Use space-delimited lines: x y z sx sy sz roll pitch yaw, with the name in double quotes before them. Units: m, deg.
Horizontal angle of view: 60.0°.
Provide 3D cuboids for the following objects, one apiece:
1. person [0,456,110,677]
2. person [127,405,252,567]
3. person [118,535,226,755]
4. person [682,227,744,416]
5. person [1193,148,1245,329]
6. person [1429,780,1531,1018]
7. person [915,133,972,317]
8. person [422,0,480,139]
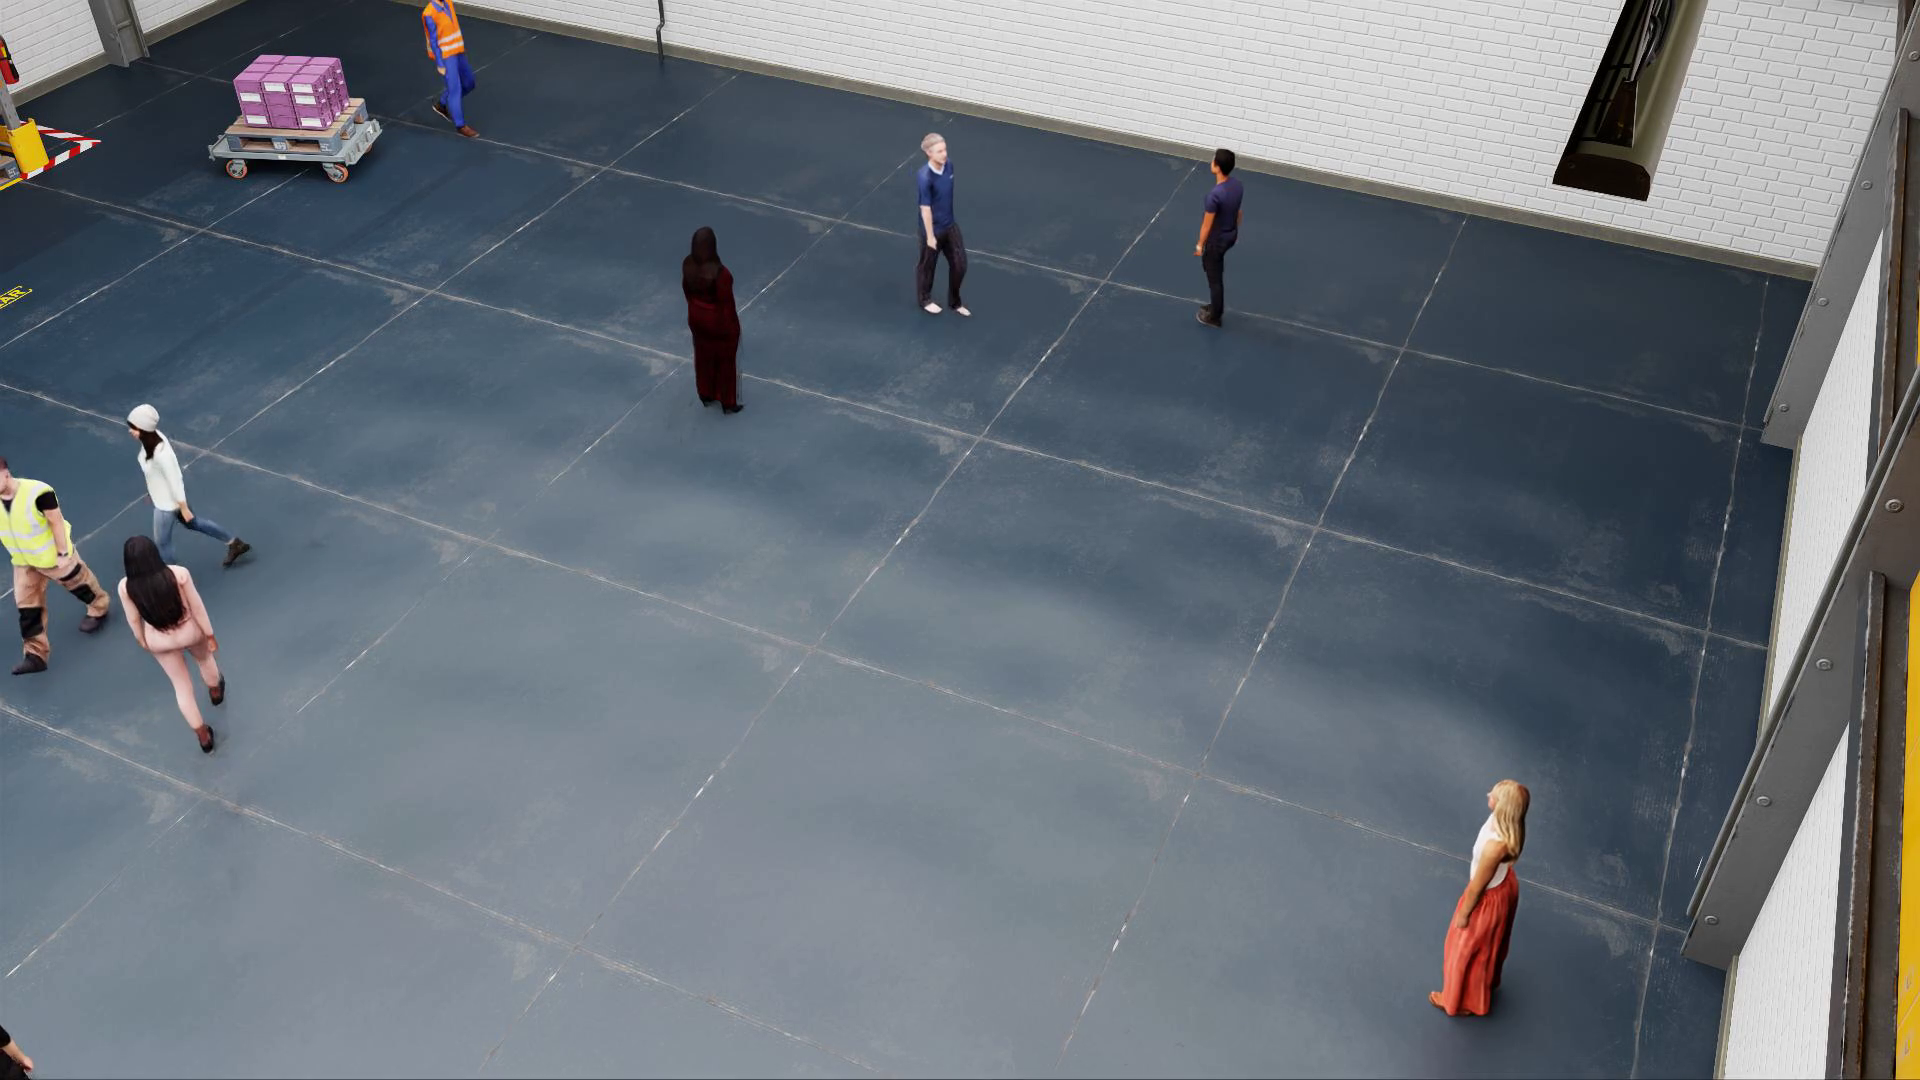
"person" -6.523 0.038 11.894 1.028 1.770 1.298 5 39 6
"person" -5.871 -0.349 12.500 1.131 1.617 0.966 -20 43 -24
"person" -5.214 0.731 11.086 1.005 1.694 1.049 -15 41 -18
"person" -2.137 -1.884 14.311 0.699 1.756 0.657 22 44 26
"person" 2.467 -2.747 15.369 0.787 1.785 0.625 28 46 30
"person" 2.981 2.016 9.393 0.704 1.799 0.553 21 43 25
"person" -0.290 -2.953 15.577 0.854 1.846 0.831 29 47 32
"person" -5.811 -5.437 18.681 0.822 1.854 0.792 11 40 13
